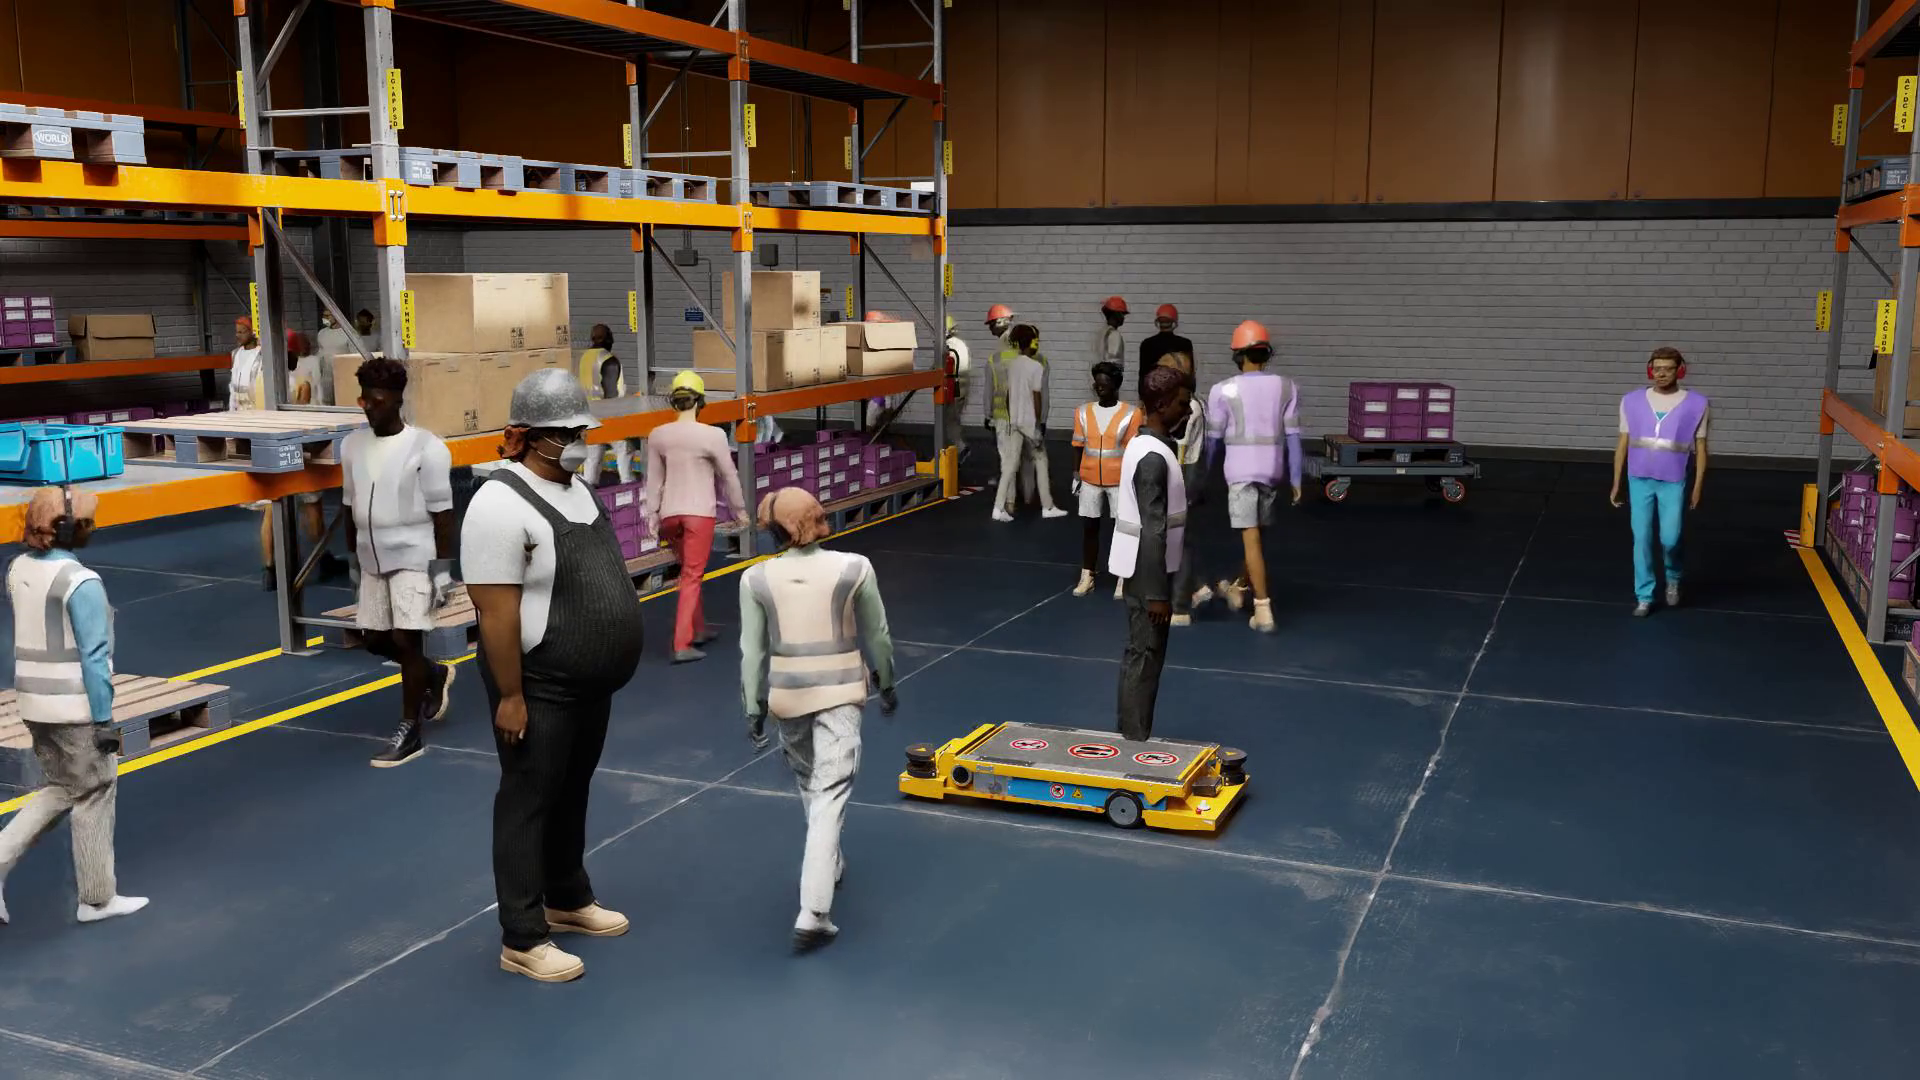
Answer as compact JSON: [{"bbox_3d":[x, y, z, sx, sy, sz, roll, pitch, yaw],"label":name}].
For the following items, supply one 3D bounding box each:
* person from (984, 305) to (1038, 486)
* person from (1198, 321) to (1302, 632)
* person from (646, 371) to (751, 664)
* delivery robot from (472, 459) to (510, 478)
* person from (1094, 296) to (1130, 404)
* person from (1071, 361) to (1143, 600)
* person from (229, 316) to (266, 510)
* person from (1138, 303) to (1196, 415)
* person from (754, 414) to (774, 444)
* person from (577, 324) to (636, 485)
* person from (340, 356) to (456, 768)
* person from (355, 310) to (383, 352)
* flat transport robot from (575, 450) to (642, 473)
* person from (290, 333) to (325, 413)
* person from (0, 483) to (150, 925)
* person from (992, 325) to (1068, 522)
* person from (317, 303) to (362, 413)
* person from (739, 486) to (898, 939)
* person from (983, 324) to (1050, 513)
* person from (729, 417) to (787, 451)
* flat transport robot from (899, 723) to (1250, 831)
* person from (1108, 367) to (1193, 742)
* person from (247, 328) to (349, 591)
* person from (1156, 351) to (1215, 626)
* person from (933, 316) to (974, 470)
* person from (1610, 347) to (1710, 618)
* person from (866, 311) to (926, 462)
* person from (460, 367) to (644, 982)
[{"bbox_3d":[0.533,-1.544,17.897,0.723,1.940,0.619,-1,9,-8],"label":"person"},{"bbox_3d":[1.905,-0.433,10.988,0.634,1.992,1.023,-2,10,-14],"label":"person"},{"bbox_3d":[-1.577,-0.149,10.092,0.542,1.732,0.780,4,10,25],"label":"person"},{"bbox_3d":[-4.773,-0.801,17.304,0.707,0.478,0.477,8,12,42],"label":"delivery robot"},{"bbox_3d":[1.763,-1.740,18.858,0.689,2.017,0.629,-3,10,-16],"label":"person"},{"bbox_3d":[1.042,-0.420,11.828,0.539,1.695,0.318,4,10,22],"label":"person"},{"bbox_3d":[-6.884,-1.233,16.199,0.582,1.883,0.363,6,11,31],"label":"person"},{"bbox_3d":[2.206,-1.561,17.915,0.621,1.968,0.895,5,11,30],"label":"person"},{"bbox_3d":[-2.240,-1.651,19.539,0.580,1.616,0.508,4,10,24],"label":"person"},{"bbox_3d":[-3.355,-1.185,16.157,0.797,1.800,0.660,-8,12,-39],"label":"person"},{"bbox_3d":[-2.670,0.077,8.054,0.611,1.951,0.685,3,10,20],"label":"person"},{"bbox_3d":[-7.550,-2.026,21.235,0.516,1.821,0.970,1,9,6],"label":"person"},{"bbox_3d":[-3.658,-0.890,18.983,1.431,0.197,0.652,4,10,22],"label":"flat transport robot"},{"bbox_3d":[-7.477,-1.579,19.090,0.516,1.610,0.549,3,10,16],"label":"person"},{"bbox_3d":[-3.182,0.608,5.817,0.523,1.616,0.531,6,11,32],"label":"person"},{"bbox_3d":[0.604,-1.080,15.456,0.531,1.826,0.888,9,13,44],"label":"person"},{"bbox_3d":[-7.421,-1.874,19.918,0.634,1.933,0.352,4,10,22],"label":"person"},{"bbox_3d":[-0.529,0.596,6.018,0.533,1.579,0.880,1,9,9],"label":"person"},{"bbox_3d":[0.550,-1.193,16.196,0.642,1.790,0.940,1,9,3],"label":"person"},{"bbox_3d":[-2.634,-2.021,20.935,0.865,1.902,0.595,4,10,24],"label":"person"},{"bbox_3d":[0.512,1.023,7.392,1.431,0.197,0.652,4,10,22],"label":"flat transport robot"},{"bbox_3d":[0.860,0.169,7.594,0.371,1.915,0.597,0,9,3],"label":"person"},{"bbox_3d":[-4.919,-0.614,12.355,0.577,1.904,0.859,3,10,18],"label":"person"},{"bbox_3d":[1.413,-0.325,10.867,0.429,1.821,0.506,-1,9,-3],"label":"person"},{"bbox_3d":[-0.084,-1.689,19.216,0.553,1.797,0.622,5,11,28],"label":"person"},{"bbox_3d":[4.718,-0.390,11.241,0.574,1.830,0.462,6,11,32],"label":"person"},{"bbox_3d":[-0.822,-1.570,18.241,0.881,1.891,0.541,-2,10,-12],"label":"person"},{"bbox_3d":[-1.336,0.432,5.626,0.536,2.000,0.688,2,10,13],"label":"person"}]
